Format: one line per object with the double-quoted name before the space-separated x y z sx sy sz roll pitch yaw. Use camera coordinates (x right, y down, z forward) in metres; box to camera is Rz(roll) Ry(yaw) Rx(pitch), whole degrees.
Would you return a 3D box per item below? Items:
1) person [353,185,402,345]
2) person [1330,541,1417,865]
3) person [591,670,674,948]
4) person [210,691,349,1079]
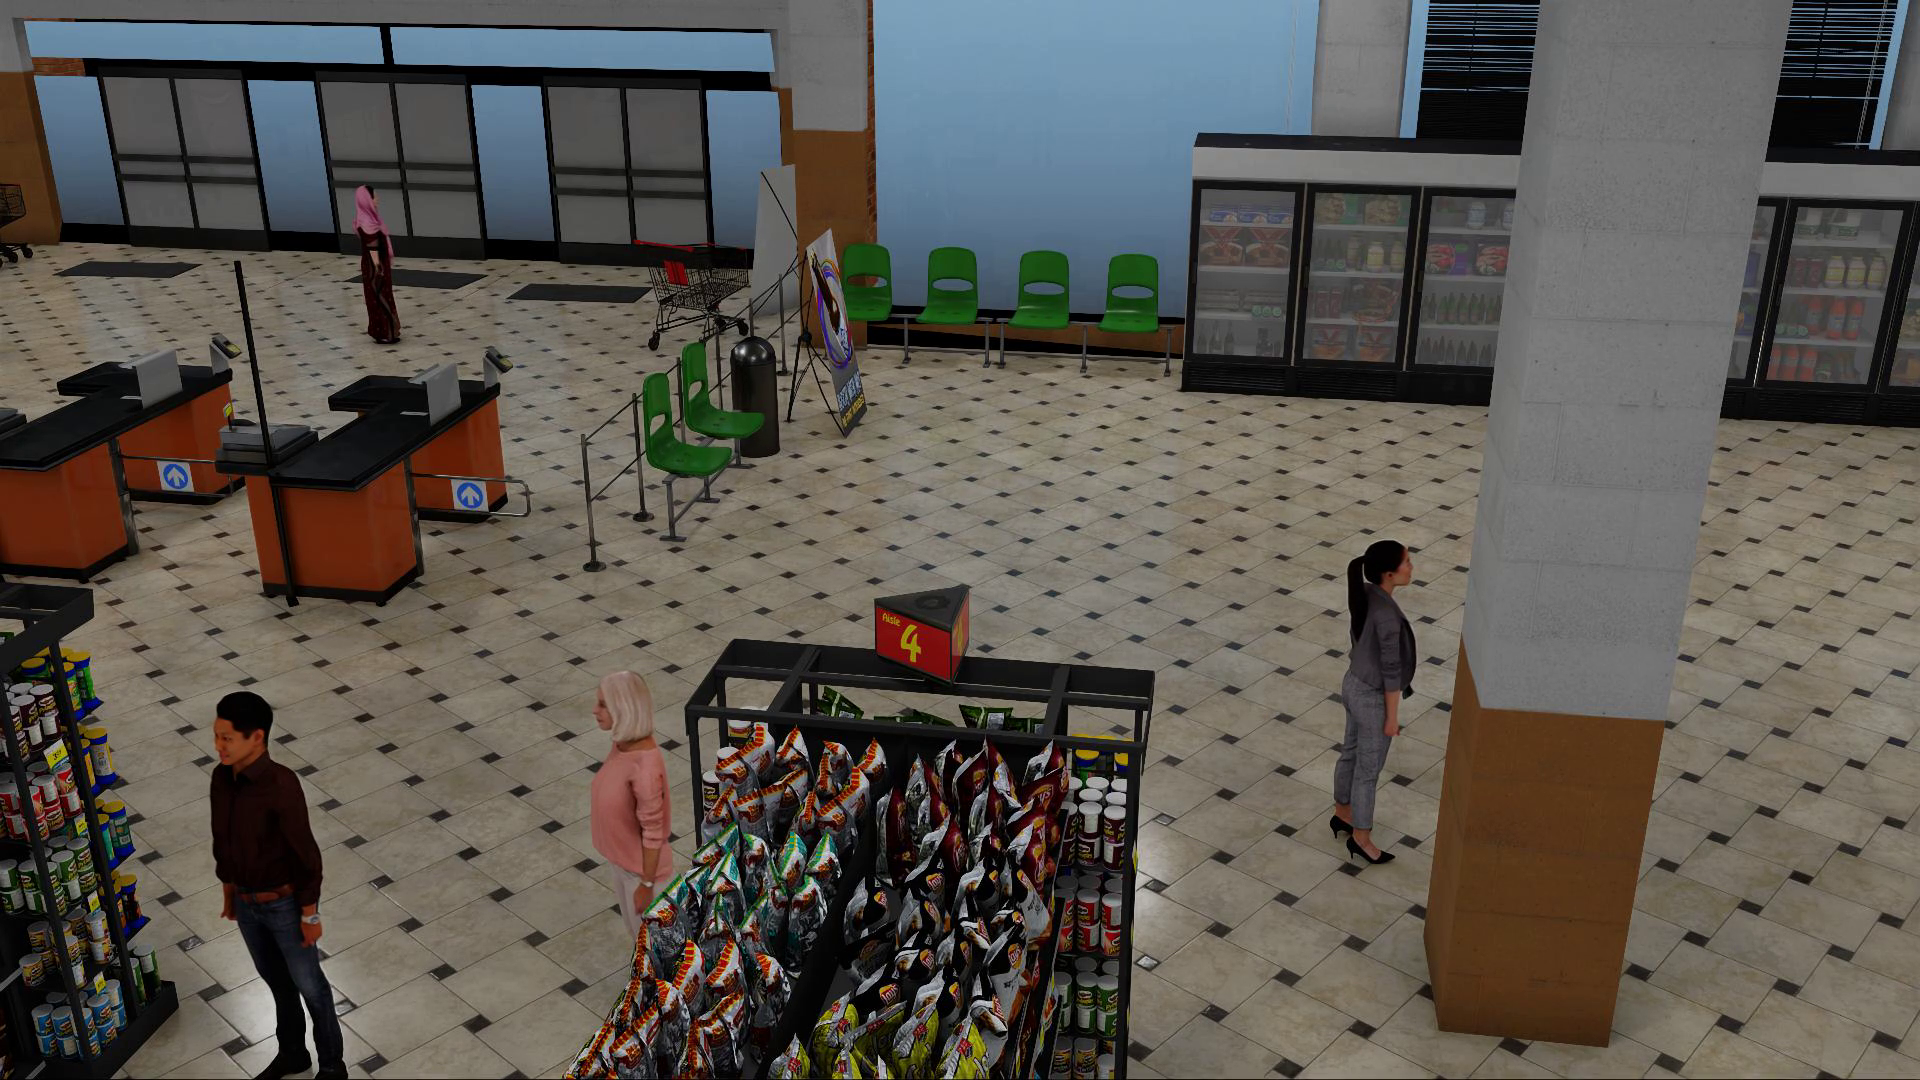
"person" -6.074 -2.865 17.275 0.816 1.638 0.696 -6 23 -15
"person" 2.008 0.781 8.146 0.750 1.678 0.628 -3 22 -8
"person" -1.307 1.304 6.783 0.740 1.725 0.654 -11 24 -26
"person" -2.667 1.393 6.486 0.707 1.781 0.623 11 24 25
